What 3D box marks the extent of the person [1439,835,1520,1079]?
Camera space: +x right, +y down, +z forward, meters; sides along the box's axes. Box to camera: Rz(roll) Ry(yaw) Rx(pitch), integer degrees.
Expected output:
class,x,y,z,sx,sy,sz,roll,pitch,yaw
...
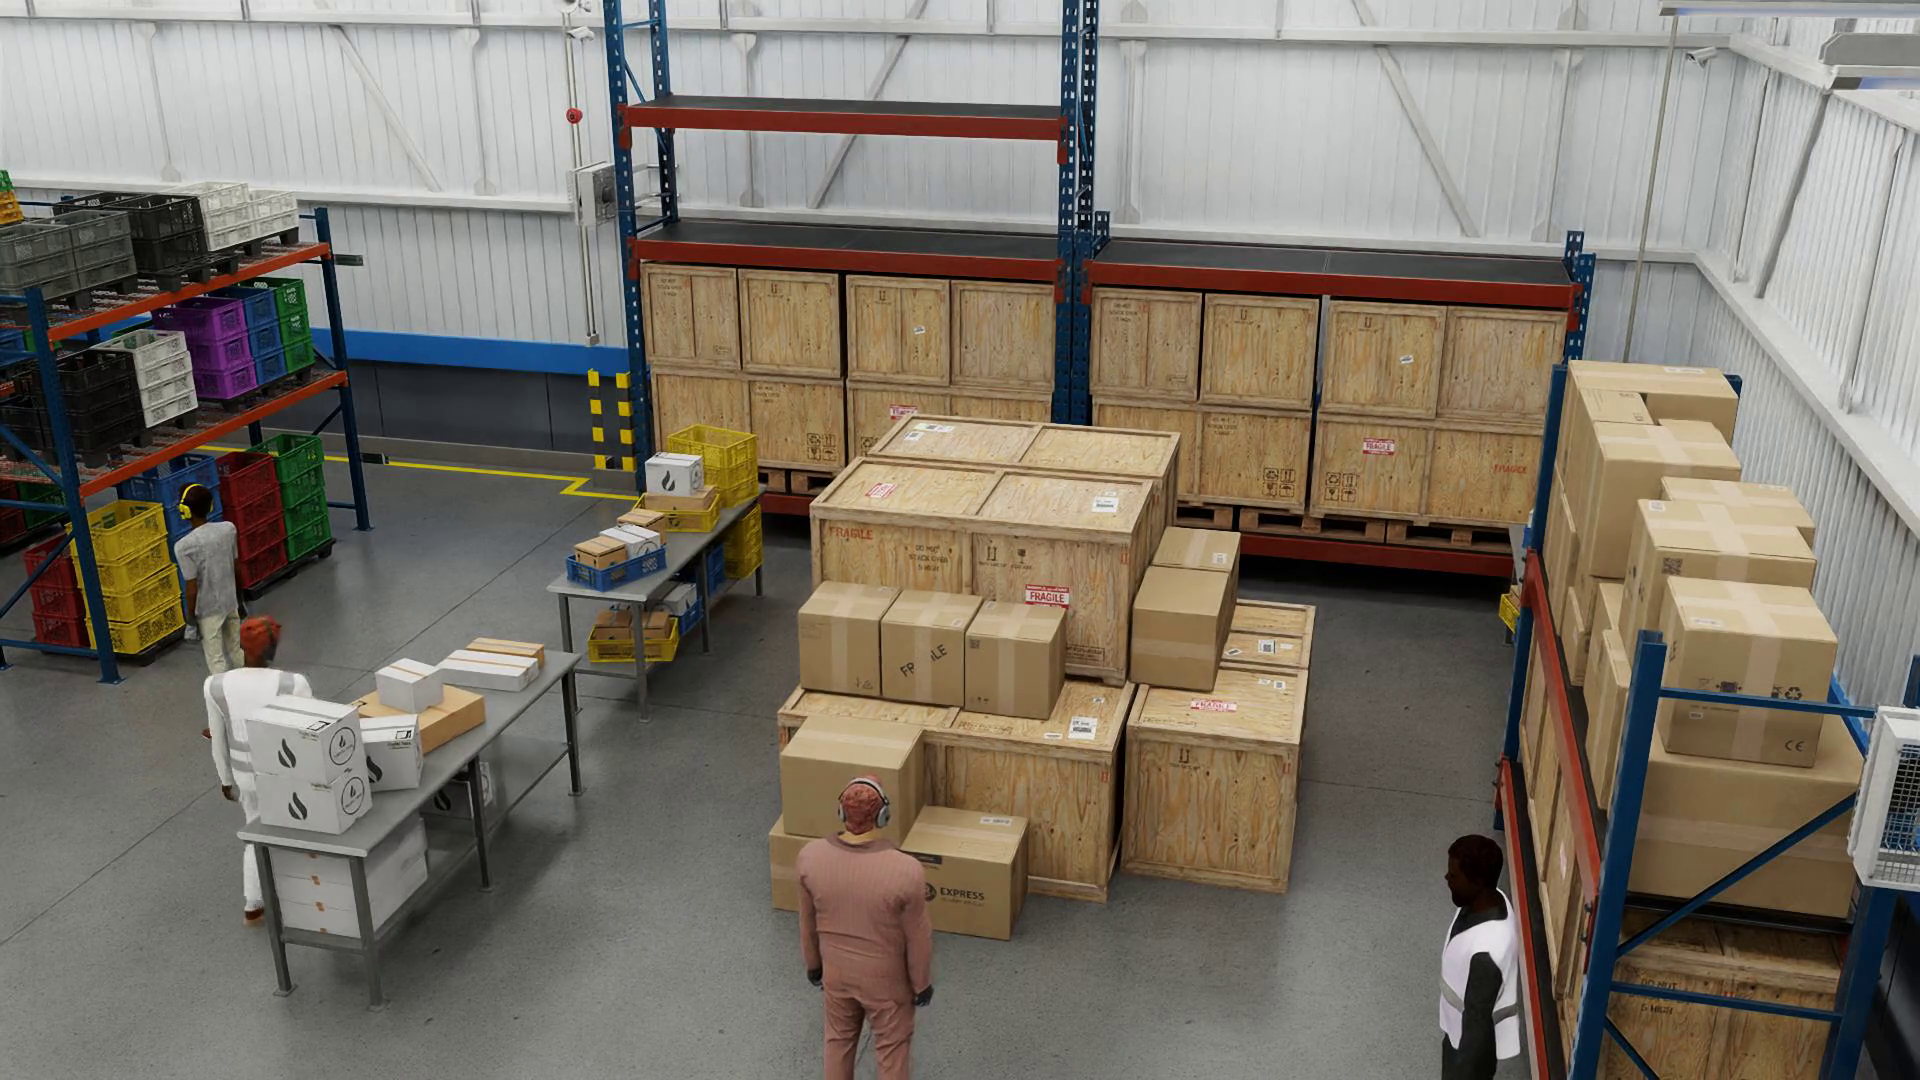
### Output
class,x,y,z,sx,sy,sz,roll,pitch,yaw
person,2.192,2.131,7.164,0.415,1.906,0.598,5,22,14

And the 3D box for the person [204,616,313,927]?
class,x,y,z,sx,sy,sz,roll,pitch,yaw
person,-3.871,1.300,9.404,0.613,1.855,0.435,-2,21,-5

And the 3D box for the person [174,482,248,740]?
class,x,y,z,sx,sy,sz,roll,pitch,yaw
person,-5.156,0.490,11.501,0.328,1.872,0.511,8,22,21

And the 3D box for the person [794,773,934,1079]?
class,x,y,z,sx,sy,sz,roll,pitch,yaw
person,-0.419,1.949,7.655,0.649,1.900,0.400,9,23,21
